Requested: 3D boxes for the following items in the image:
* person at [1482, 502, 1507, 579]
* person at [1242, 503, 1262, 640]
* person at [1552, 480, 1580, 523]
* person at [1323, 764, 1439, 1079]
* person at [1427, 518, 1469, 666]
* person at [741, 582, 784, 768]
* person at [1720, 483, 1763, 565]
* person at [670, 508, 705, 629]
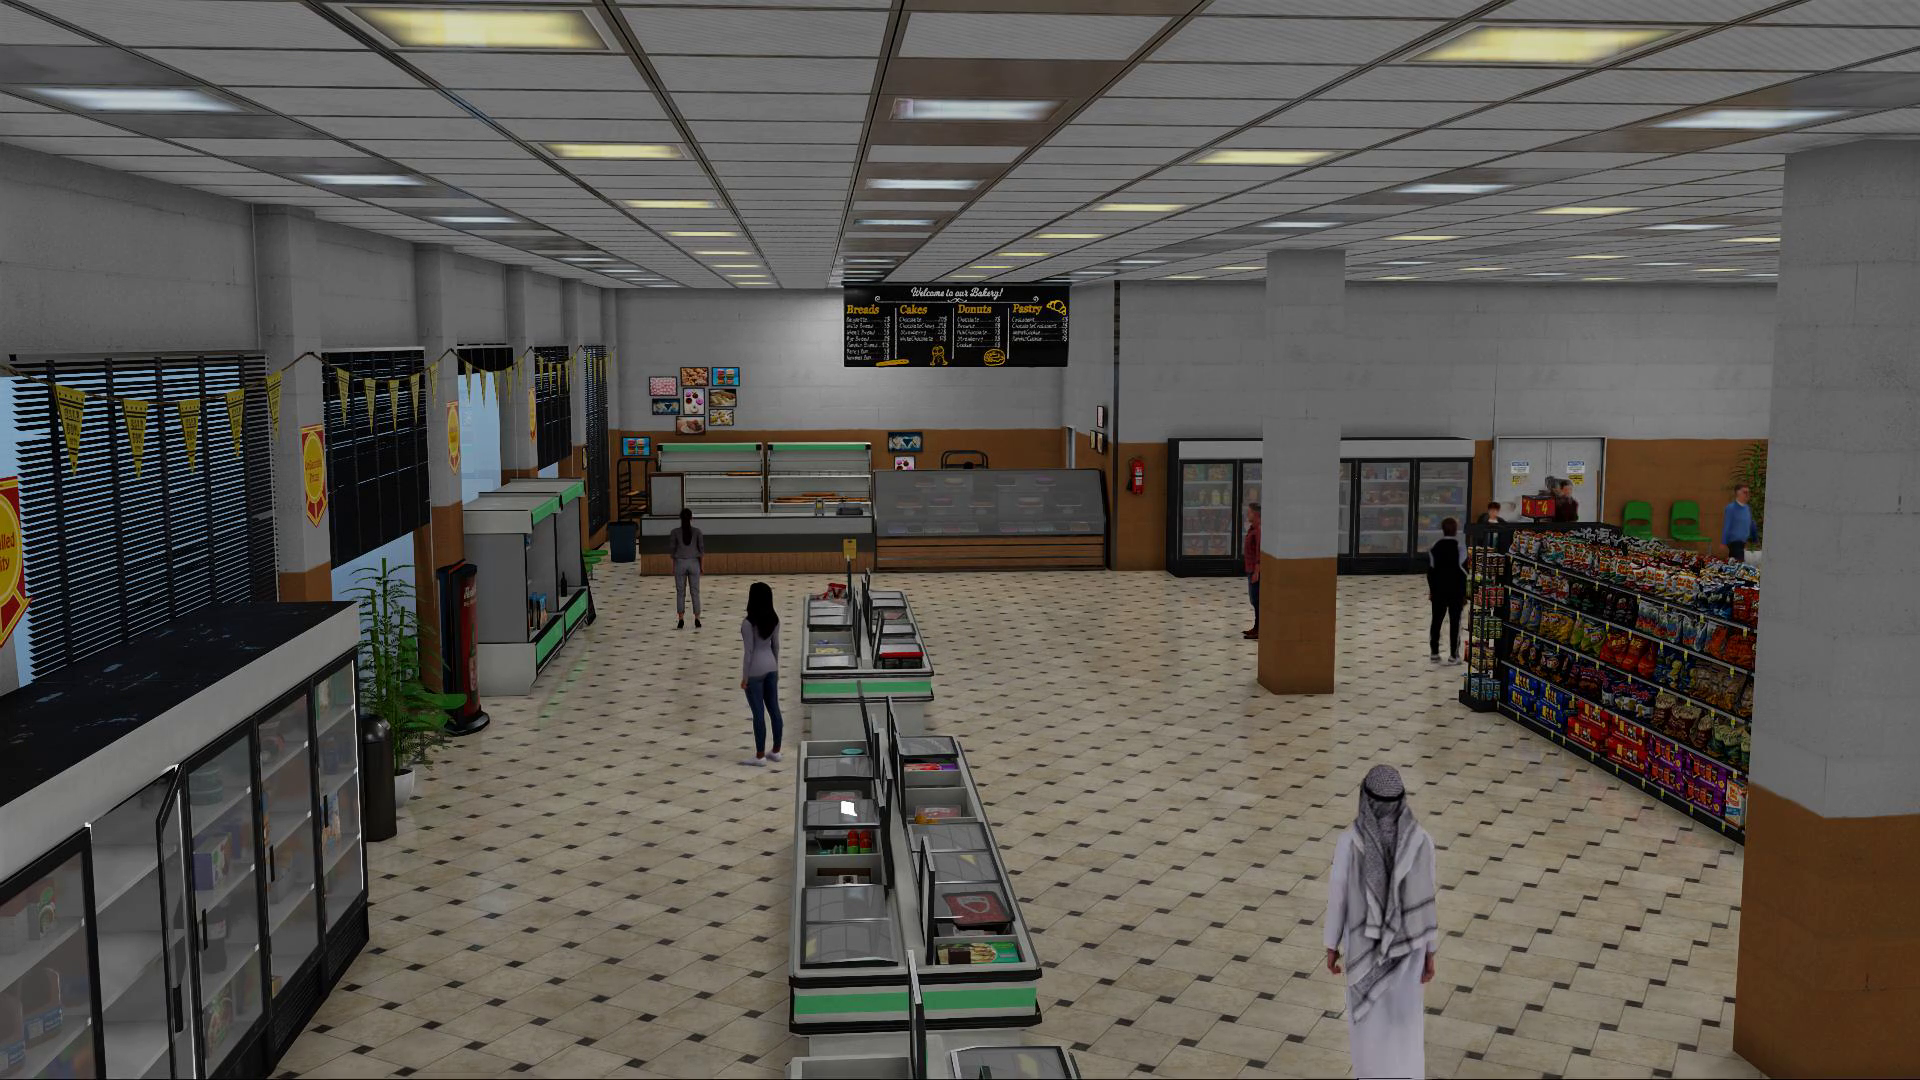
[{"bbox_3d":[8.492,0.115,26.416,0.774,1.435,0.878,4,8,30],"label":"person"},{"bbox_3d":[3.994,0.402,22.386,0.797,1.830,0.564,1,7,8],"label":"person"},{"bbox_3d":[9.720,-0.093,26.951,0.753,1.719,1.140,-2,7,-16],"label":"person"},{"bbox_3d":[2.110,2.077,8.194,0.739,1.911,0.797,0,7,2],"label":"person"},{"bbox_3d":[6.025,0.623,20.573,0.722,1.828,0.784,6,9,40],"label":"person"},{"bbox_3d":[-1.869,1.257,15.713,0.732,1.735,0.676,6,9,41],"label":"person"},{"bbox_3d":[11.979,0.020,25.822,1.024,1.764,1.255,-5,8,-34],"label":"person"},{"bbox_3d":[-3.797,0.392,23.115,0.633,1.677,0.588,-1,7,-10],"label":"person"}]
